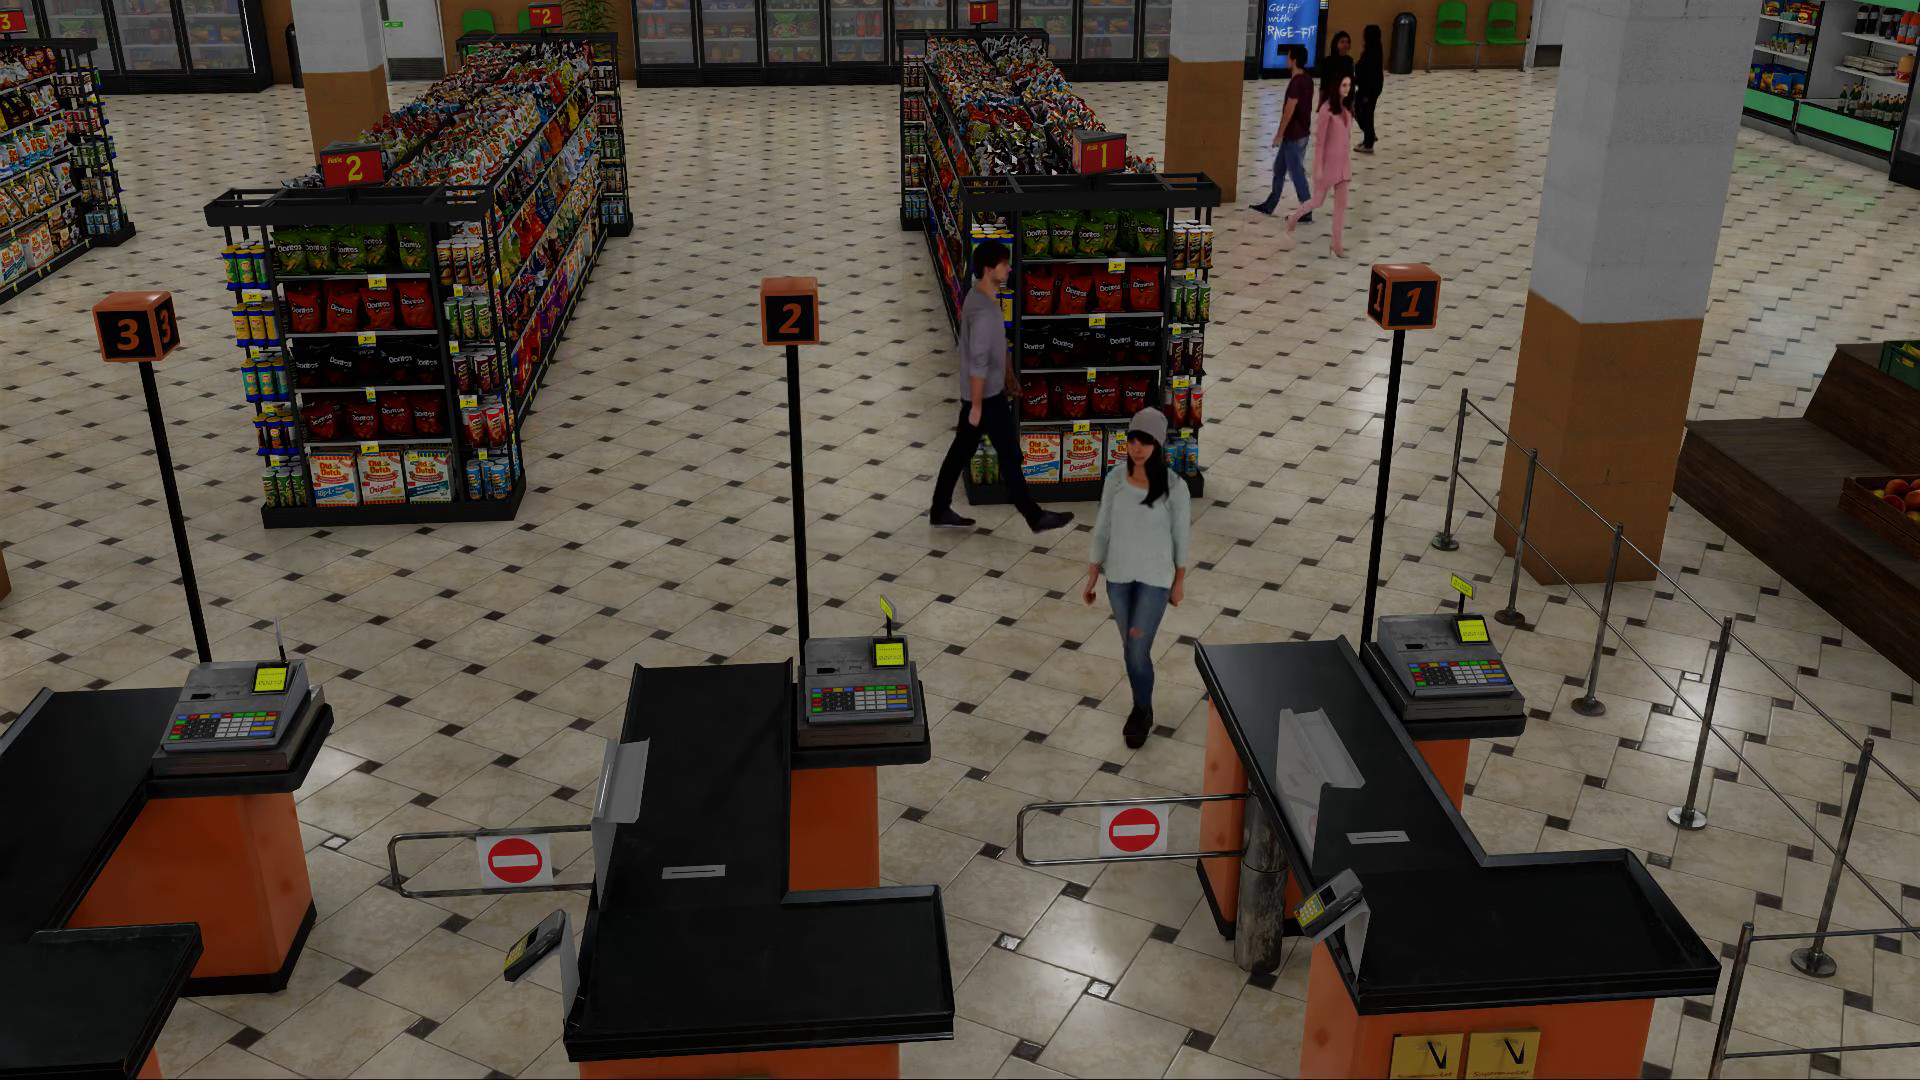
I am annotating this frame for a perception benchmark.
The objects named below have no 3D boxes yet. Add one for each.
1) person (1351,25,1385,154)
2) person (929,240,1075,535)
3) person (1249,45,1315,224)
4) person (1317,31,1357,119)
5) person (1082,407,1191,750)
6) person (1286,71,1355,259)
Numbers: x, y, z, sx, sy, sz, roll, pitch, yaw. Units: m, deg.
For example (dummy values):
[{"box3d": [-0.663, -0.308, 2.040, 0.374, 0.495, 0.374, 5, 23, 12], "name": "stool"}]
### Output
[{"box3d": [5.332, -5.777, 21.351, 0.768, 1.602, 0.620, 2, 24, 4], "name": "person"}, {"box3d": [0.043, -0.863, 9.872, 0.793, 1.802, 1.056, -1, 24, -2], "name": "person"}, {"box3d": [3.636, -4.267, 17.627, 1.004, 1.821, 1.031, 9, 25, 20], "name": "person"}, {"box3d": [4.490, -5.265, 20.086, 0.651, 1.678, 0.776, -9, 25, -19], "name": "person"}, {"box3d": [0.860, 0.153, 7.762, 0.713, 1.631, 0.766, 14, 27, 29], "name": "person"}, {"box3d": [3.571, -3.683, 16.351, 0.992, 1.774, 1.175, -16, 28, -32], "name": "person"}]
